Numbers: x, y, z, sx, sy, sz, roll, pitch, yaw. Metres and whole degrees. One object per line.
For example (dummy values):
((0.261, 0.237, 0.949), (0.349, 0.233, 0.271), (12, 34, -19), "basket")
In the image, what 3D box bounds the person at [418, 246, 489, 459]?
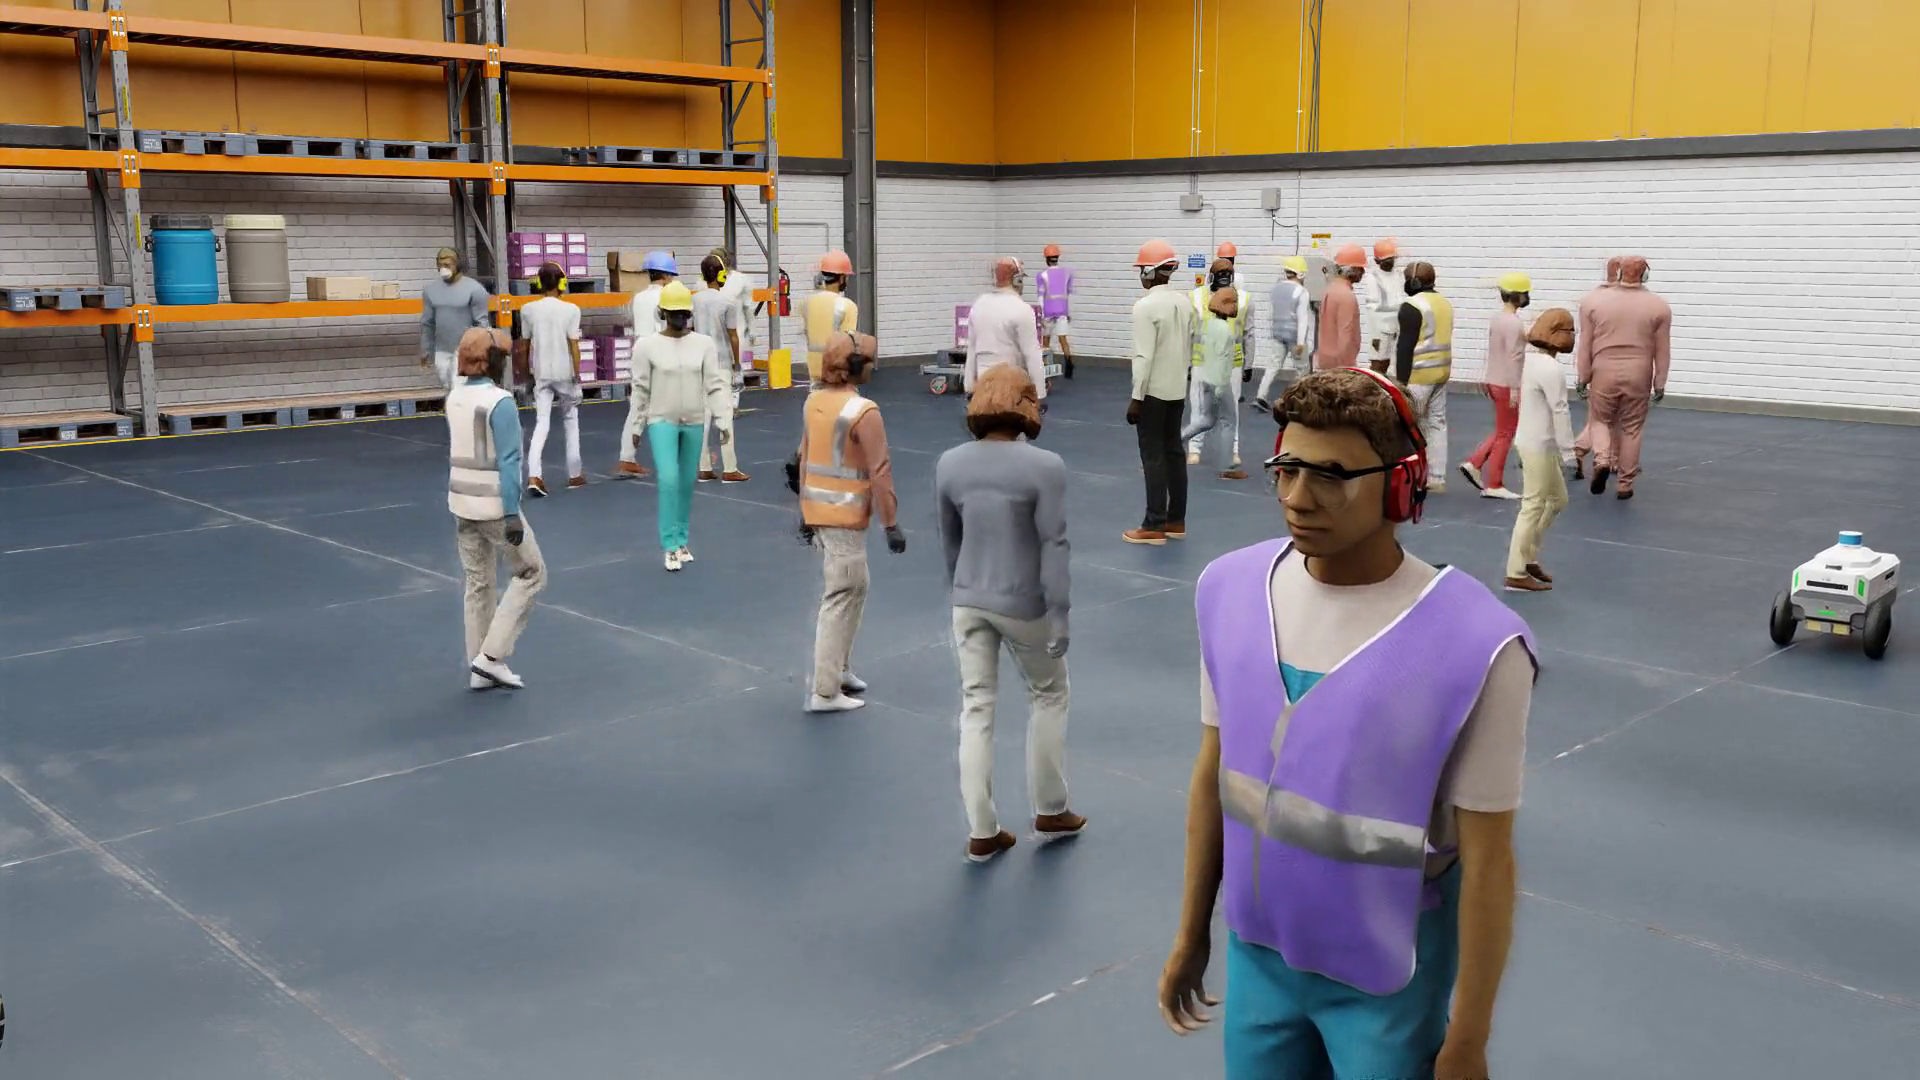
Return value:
((-4.567, -1.676, 15.021), (0.647, 1.924, 0.444), (3, 11, 18), "person")

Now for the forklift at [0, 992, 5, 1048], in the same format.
((-3.245, 0.323, 3.363), (2.313, 2.155, 1.214), (2, 11, 13), "forklift")

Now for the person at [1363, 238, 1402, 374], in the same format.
((4.688, -2.302, 18.268), (0.397, 1.996, 0.778), (10, 14, 42), "person")

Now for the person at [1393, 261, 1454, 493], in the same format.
((3.602, -1.254, 12.995), (0.433, 1.828, 0.631), (10, 14, 42), "person")

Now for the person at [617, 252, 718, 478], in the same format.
((-2.528, -1.471, 14.005), (0.619, 1.878, 1.048), (8, 13, 36), "person")

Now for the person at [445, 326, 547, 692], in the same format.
((-2.065, -0.123, 7.338), (0.544, 1.624, 0.367), (10, 14, 42), "person")

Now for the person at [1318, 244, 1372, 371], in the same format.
((3.234, -1.490, 13.945), (0.753, 1.958, 0.635), (-1, 10, -5), "person")

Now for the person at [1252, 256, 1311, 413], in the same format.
((3.744, -2.341, 18.980), (0.903, 1.799, 0.583), (-8, 13, -37), "person")

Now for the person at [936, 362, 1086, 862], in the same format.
((0.183, 0.223, 5.476), (0.529, 1.613, 0.597), (6, 12, 31), "person")

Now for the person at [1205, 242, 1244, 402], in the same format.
((3.219, -2.629, 20.152), (0.545, 1.942, 0.351), (9, 14, 40), "person")

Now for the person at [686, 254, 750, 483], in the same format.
((-2.007, -1.401, 13.646), (0.519, 1.873, 0.335), (5, 11, 25), "person")

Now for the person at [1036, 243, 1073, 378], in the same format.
((1.358, -3.231, 23.536), (0.555, 1.912, 0.823), (-3, 11, -13), "person")

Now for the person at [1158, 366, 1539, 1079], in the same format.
((0.588, 0.651, 2.551), (0.388, 1.841, 0.564), (-8, 13, -38), "person")

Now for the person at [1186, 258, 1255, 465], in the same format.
((2.270, -1.555, 14.634), (0.639, 1.832, 0.431), (1, 10, 7), "person")

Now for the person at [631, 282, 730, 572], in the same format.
((-1.680, -0.685, 10.101), (0.545, 1.739, 0.720), (-6, 12, -29), "person")

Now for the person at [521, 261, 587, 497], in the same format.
((-3.209, -1.265, 13.032), (0.533, 1.833, 0.951), (1, 10, 6), "person")

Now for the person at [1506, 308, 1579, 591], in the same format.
((3.323, -0.496, 9.417), (0.432, 1.619, 0.499), (2, 11, 8), "person")

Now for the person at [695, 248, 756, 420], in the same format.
((-2.585, -2.263, 18.320), (0.672, 1.872, 0.999), (0, 10, -3), "person")

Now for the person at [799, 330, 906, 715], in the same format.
((-0.462, -0.071, 7.088), (0.538, 1.623, 0.531), (-7, 12, -32), "person")

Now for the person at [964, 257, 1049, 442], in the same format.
((0.411, -1.118, 12.118), (0.997, 1.855, 0.674), (-7, 13, -34), "person")

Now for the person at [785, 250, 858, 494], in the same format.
((-1.031, -1.289, 12.937), (0.552, 1.913, 0.792), (6, 12, 31), "person")

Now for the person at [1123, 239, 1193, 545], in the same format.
((1.291, -0.969, 10.955), (0.397, 1.992, 0.622), (8, 13, 38), "person")

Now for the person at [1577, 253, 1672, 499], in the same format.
((5.062, -1.236, 12.694), (0.661, 1.887, 0.493), (4, 11, 22), "person")

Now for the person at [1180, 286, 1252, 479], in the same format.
((2.058, -1.295, 13.788), (0.709, 1.608, 0.511), (-2, 11, -9), "person")

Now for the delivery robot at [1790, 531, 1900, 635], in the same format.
((4.398, 0.200, 8.253), (0.477, 0.478, 0.707), (9, 14, 40), "delivery robot")

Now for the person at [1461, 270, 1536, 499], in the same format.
((4.176, -1.180, 12.744), (0.404, 1.759, 0.537), (0, 10, 0), "person")

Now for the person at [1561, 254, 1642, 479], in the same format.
((5.413, -1.439, 13.869), (0.924, 1.870, 0.652), (-4, 11, -22), "person")
